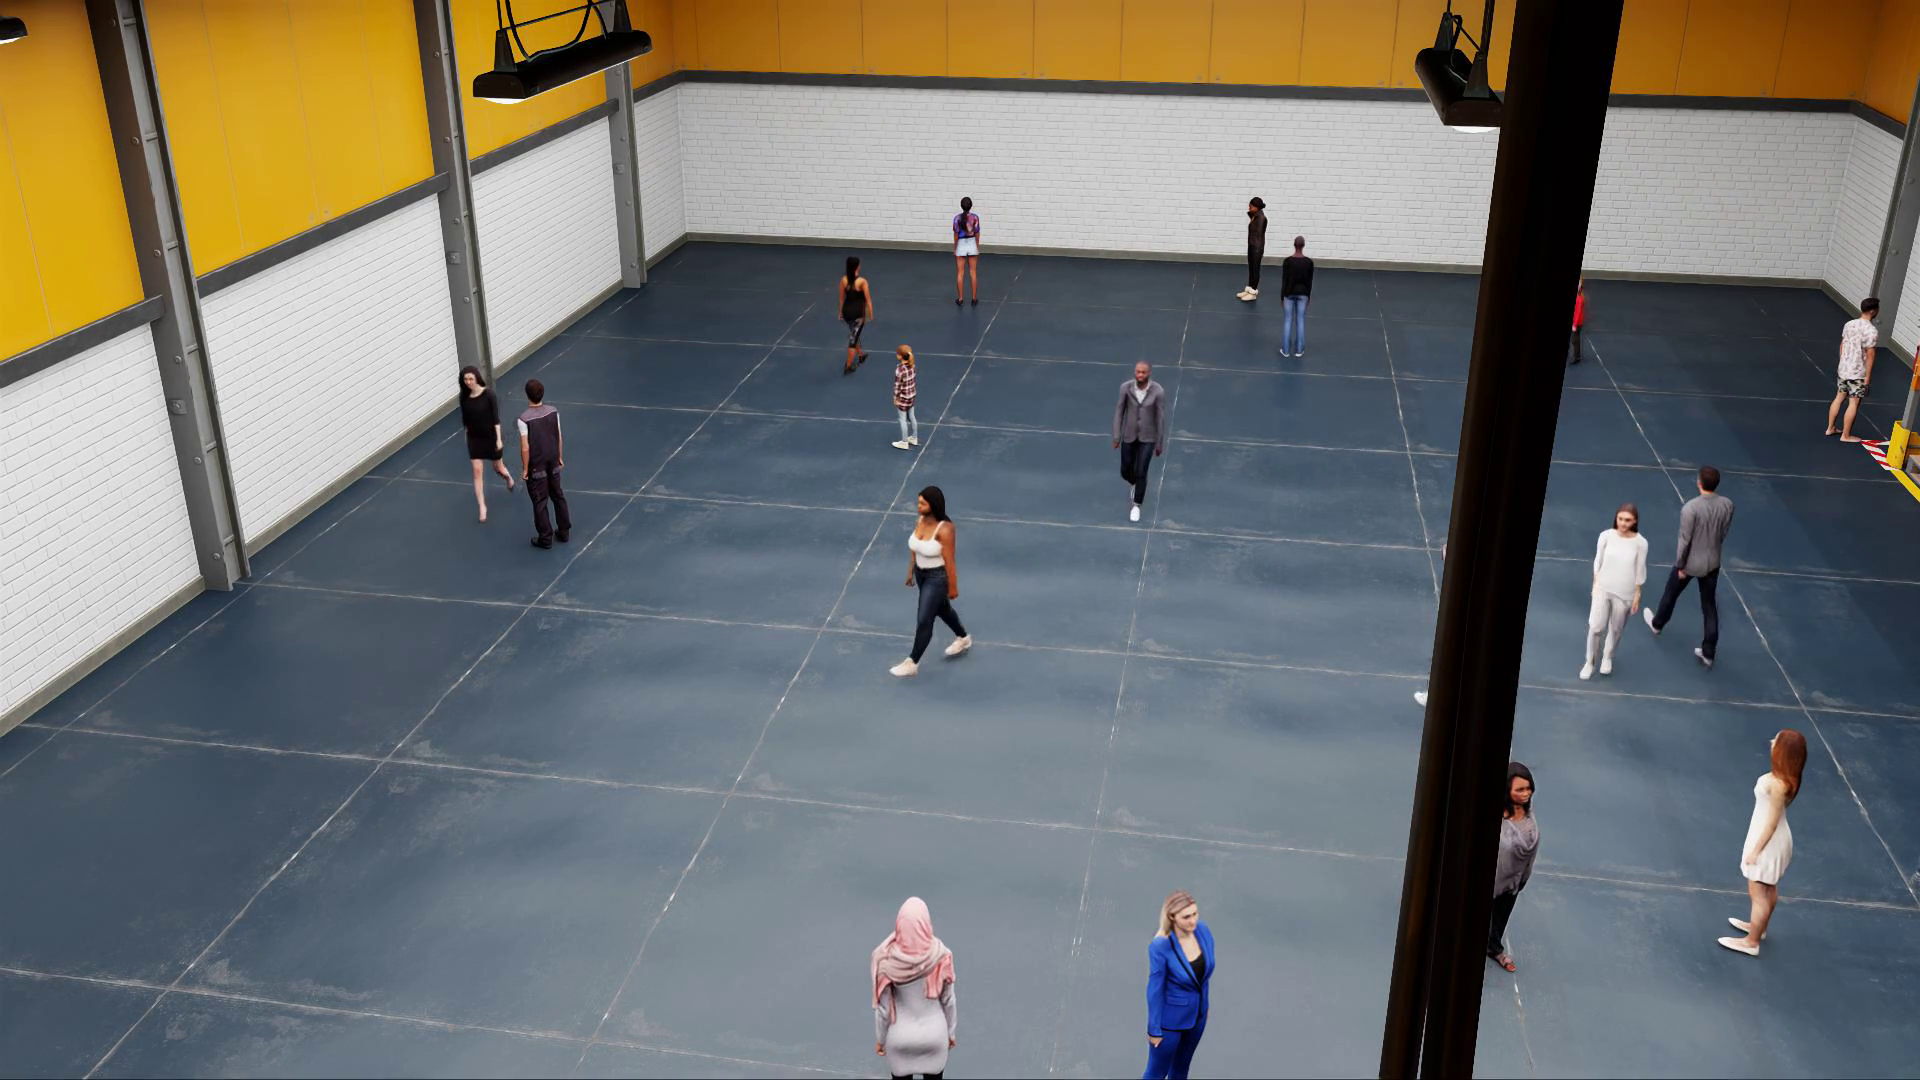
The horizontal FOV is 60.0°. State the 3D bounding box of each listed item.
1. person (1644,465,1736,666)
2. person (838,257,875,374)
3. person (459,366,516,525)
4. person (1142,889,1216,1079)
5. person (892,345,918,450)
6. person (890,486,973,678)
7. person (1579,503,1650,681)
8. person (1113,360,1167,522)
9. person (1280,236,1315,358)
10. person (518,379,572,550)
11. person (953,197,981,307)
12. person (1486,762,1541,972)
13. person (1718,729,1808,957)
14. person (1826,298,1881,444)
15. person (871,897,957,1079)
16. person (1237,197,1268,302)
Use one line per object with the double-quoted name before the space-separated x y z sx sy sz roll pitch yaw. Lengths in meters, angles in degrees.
"person" 6.820 0.267 15.248 0.931 1.818 1.282 -2 24 -5
"person" -1.520 -3.137 23.254 0.798 1.642 1.024 12 26 26
"person" -5.227 -1.094 18.415 0.674 1.776 1.031 1 24 3
"person" 1.257 2.762 9.689 0.690 1.700 0.765 -18 29 -35
"person" -0.670 -1.780 20.572 0.657 1.304 0.556 16 28 33
"person" -0.155 0.350 15.133 1.219 1.759 1.187 -14 27 -30
"person" 5.950 0.429 15.059 0.708 1.673 0.816 10 26 22
"person" 2.003 -1.142 18.489 0.782 1.805 0.933 6 24 14
"person" 4.845 -3.520 23.999 0.593 1.748 0.540 3 24 6
"person" -4.437 -0.817 17.692 0.702 1.848 0.797 -22 32 -40
"person" 0.107 -4.612 26.505 0.637 1.743 0.592 -2 24 -3
"person" 3.598 2.183 11.125 0.764 1.611 0.814 -11 26 -23
"person" 5.513 2.042 11.322 0.704 1.711 0.608 18 29 35
"person" 11.166 -2.137 20.751 0.807 1.815 0.659 -6 24 -14
"person" -0.252 2.806 9.458 0.695 1.803 0.673 -2 24 -5
"person" 4.781 -4.711 26.834 0.730 1.660 0.662 -16 28 -32
